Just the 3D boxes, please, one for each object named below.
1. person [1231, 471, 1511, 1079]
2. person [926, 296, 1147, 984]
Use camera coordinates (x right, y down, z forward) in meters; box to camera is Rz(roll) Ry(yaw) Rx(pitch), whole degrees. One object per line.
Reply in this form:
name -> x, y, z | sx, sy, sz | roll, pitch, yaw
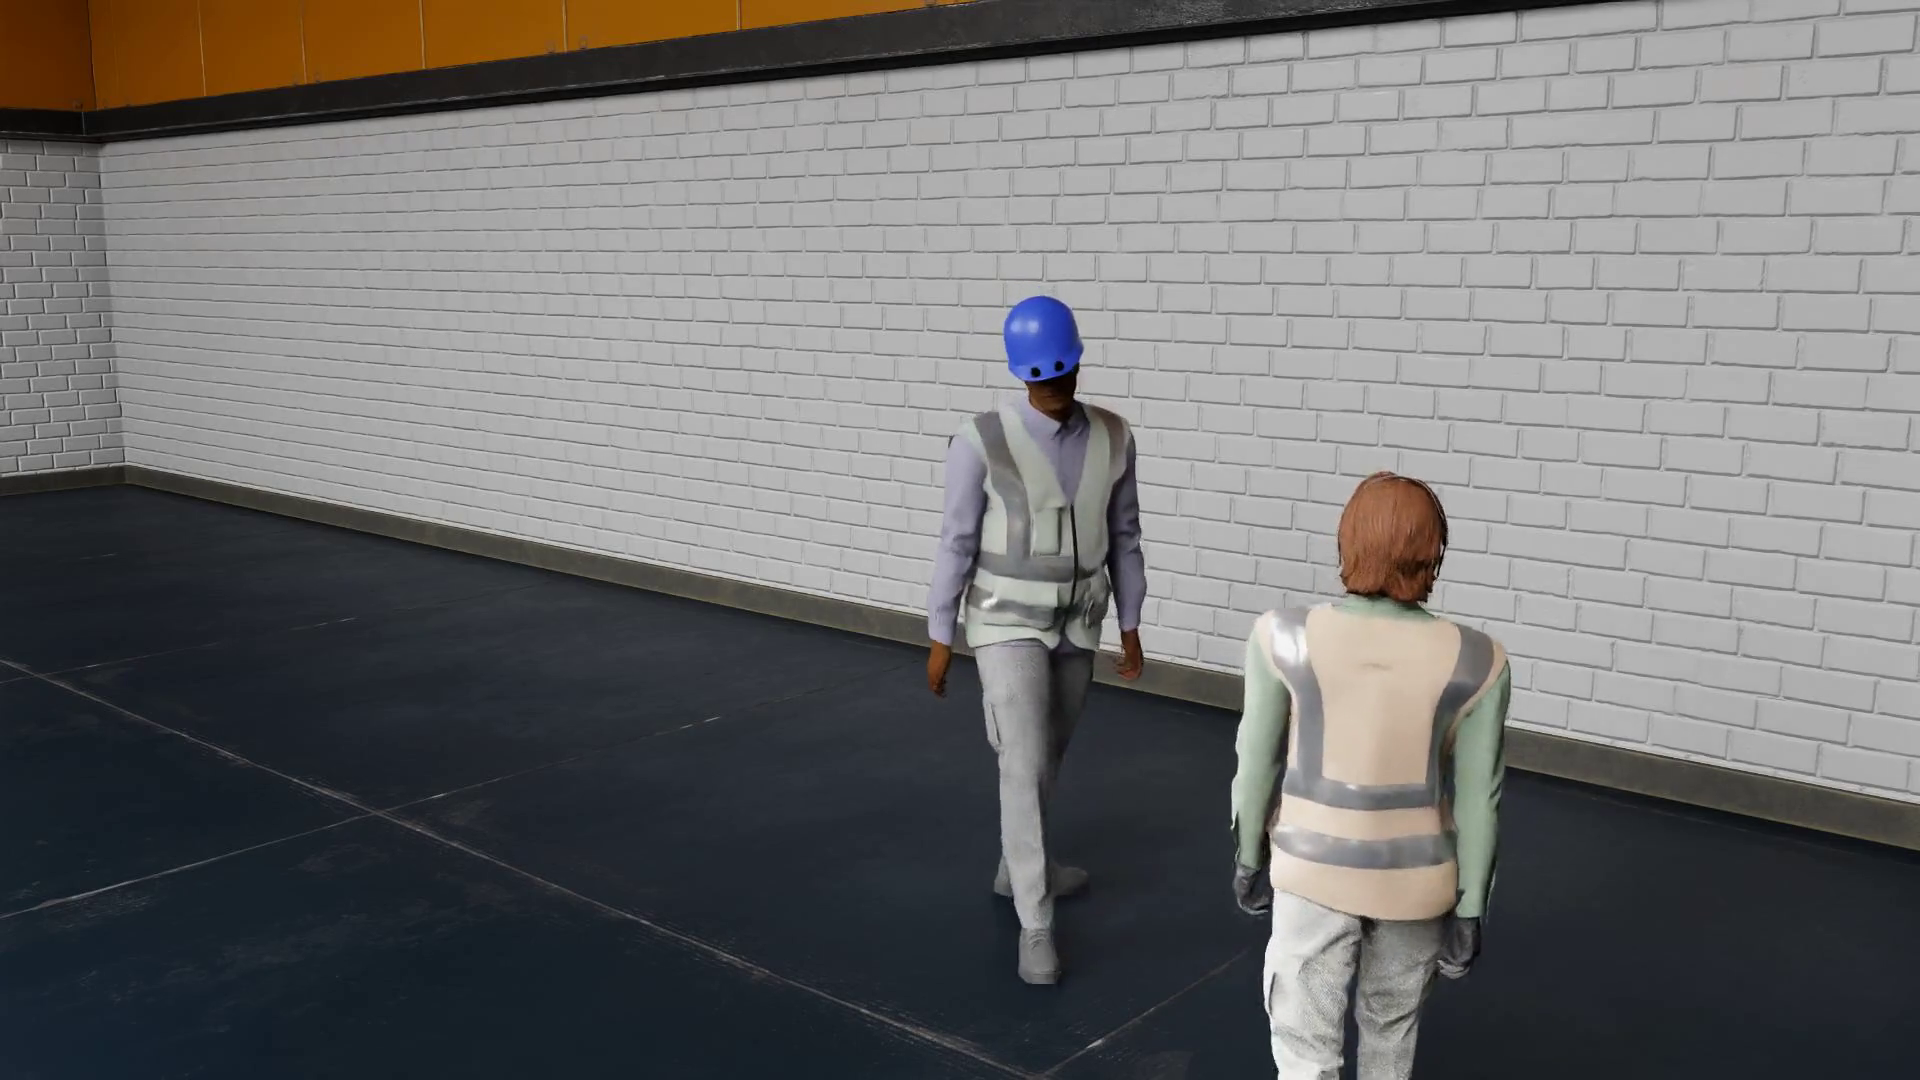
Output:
person -> 0.771, 0.677, 3.167 | 0.507, 1.606, 0.787 | 1, 10, 7
person -> 0.236, 0.248, 4.815 | 0.651, 1.897, 0.701 | -6, 12, -32
